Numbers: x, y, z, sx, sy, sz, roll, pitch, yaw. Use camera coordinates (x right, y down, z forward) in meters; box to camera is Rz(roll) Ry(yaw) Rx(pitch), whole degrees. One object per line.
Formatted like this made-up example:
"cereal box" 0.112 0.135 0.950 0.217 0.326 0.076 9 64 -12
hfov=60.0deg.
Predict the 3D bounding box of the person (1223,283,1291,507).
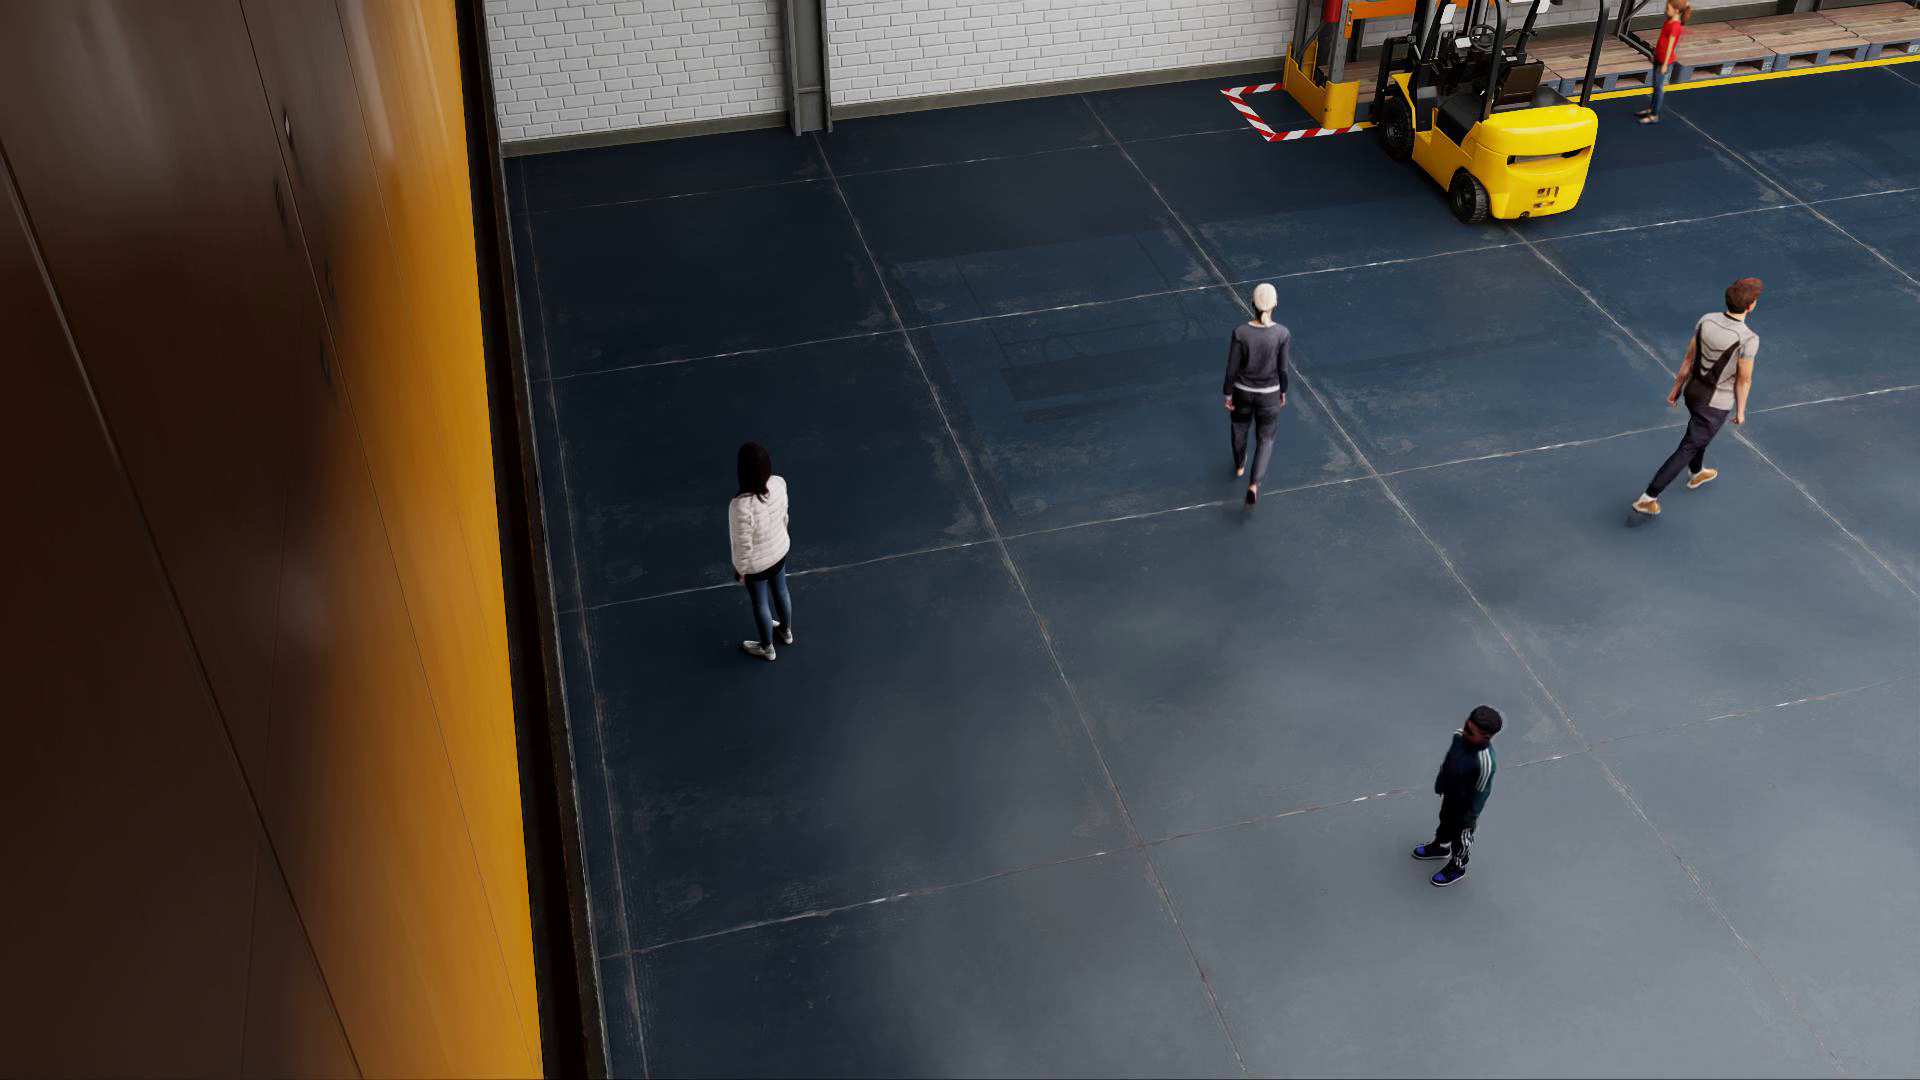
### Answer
"person" 2.141 -1.042 12.006 1.015 1.707 0.957 7 39 9

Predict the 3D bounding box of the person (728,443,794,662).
"person" -1.268 0.070 10.671 0.767 1.637 0.684 25 45 28

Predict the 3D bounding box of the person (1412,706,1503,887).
"person" 2.824 1.405 9.304 0.462 1.256 0.498 -9 40 -11

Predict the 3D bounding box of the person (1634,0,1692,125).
"person" 7.327 -4.993 17.277 0.575 1.304 0.552 3 39 4

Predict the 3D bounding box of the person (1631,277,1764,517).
"person" 5.244 -0.959 11.791 1.274 1.847 0.837 -18 42 -21
